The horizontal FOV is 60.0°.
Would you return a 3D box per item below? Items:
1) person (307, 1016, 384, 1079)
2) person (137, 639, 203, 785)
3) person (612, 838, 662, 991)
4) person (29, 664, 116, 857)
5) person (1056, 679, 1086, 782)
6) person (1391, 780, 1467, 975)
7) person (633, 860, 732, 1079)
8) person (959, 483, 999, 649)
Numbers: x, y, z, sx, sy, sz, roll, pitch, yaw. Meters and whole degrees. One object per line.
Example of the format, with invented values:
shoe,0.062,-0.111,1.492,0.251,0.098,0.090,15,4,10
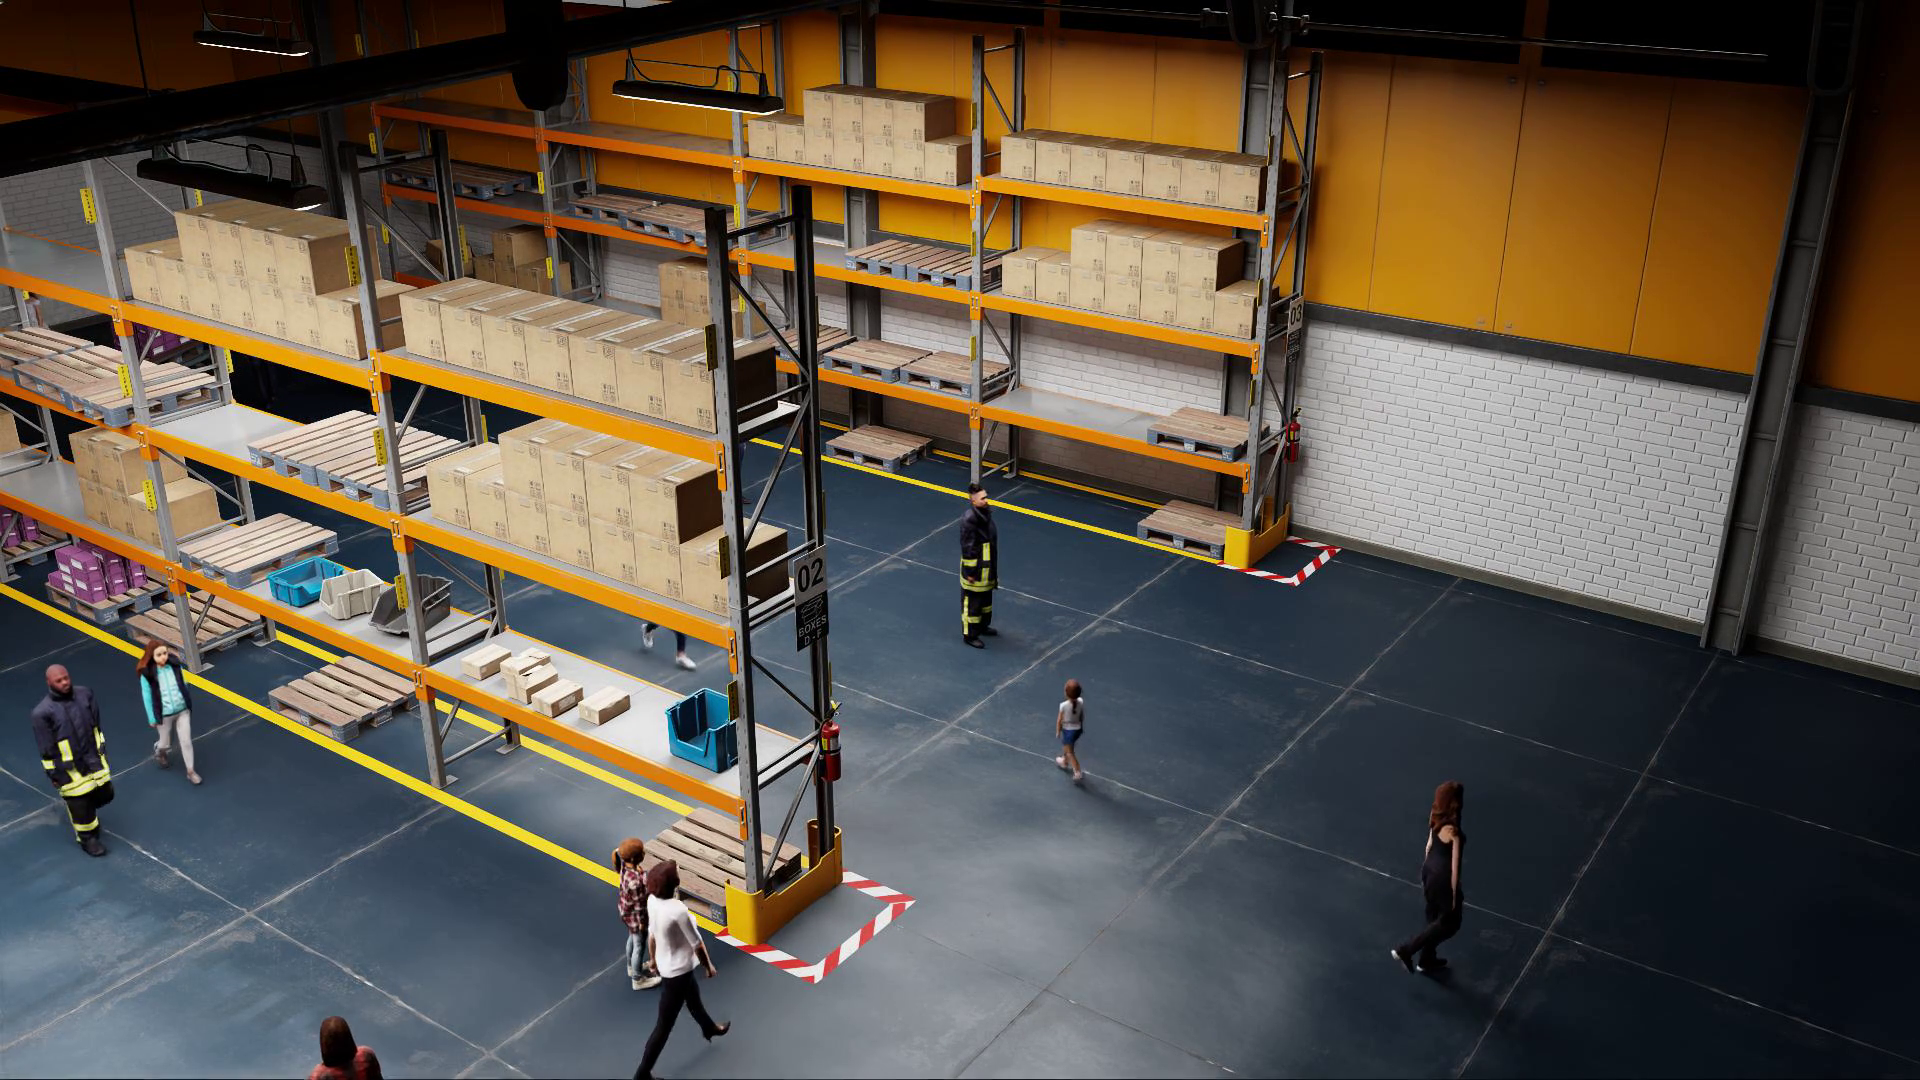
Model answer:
person,-3.759,3.762,10.435,0.797,1.651,1.135,-20,31,-38
person,-7.459,1.583,15.629,0.877,1.484,0.621,19,30,37
person,-2.526,2.877,12.894,0.663,1.303,0.575,-9,25,-20
person,-7.790,1.879,14.545,0.902,1.808,0.727,15,28,31
person,1.064,1.802,15.725,0.594,1.005,0.769,-14,27,-29
person,3.641,2.651,12.873,0.885,1.734,0.845,-7,24,-15
person,-2.089,3.124,11.781,0.851,1.742,1.133,-20,31,-38
person,0.199,0.235,18.241,0.728,1.860,0.783,11,26,24
